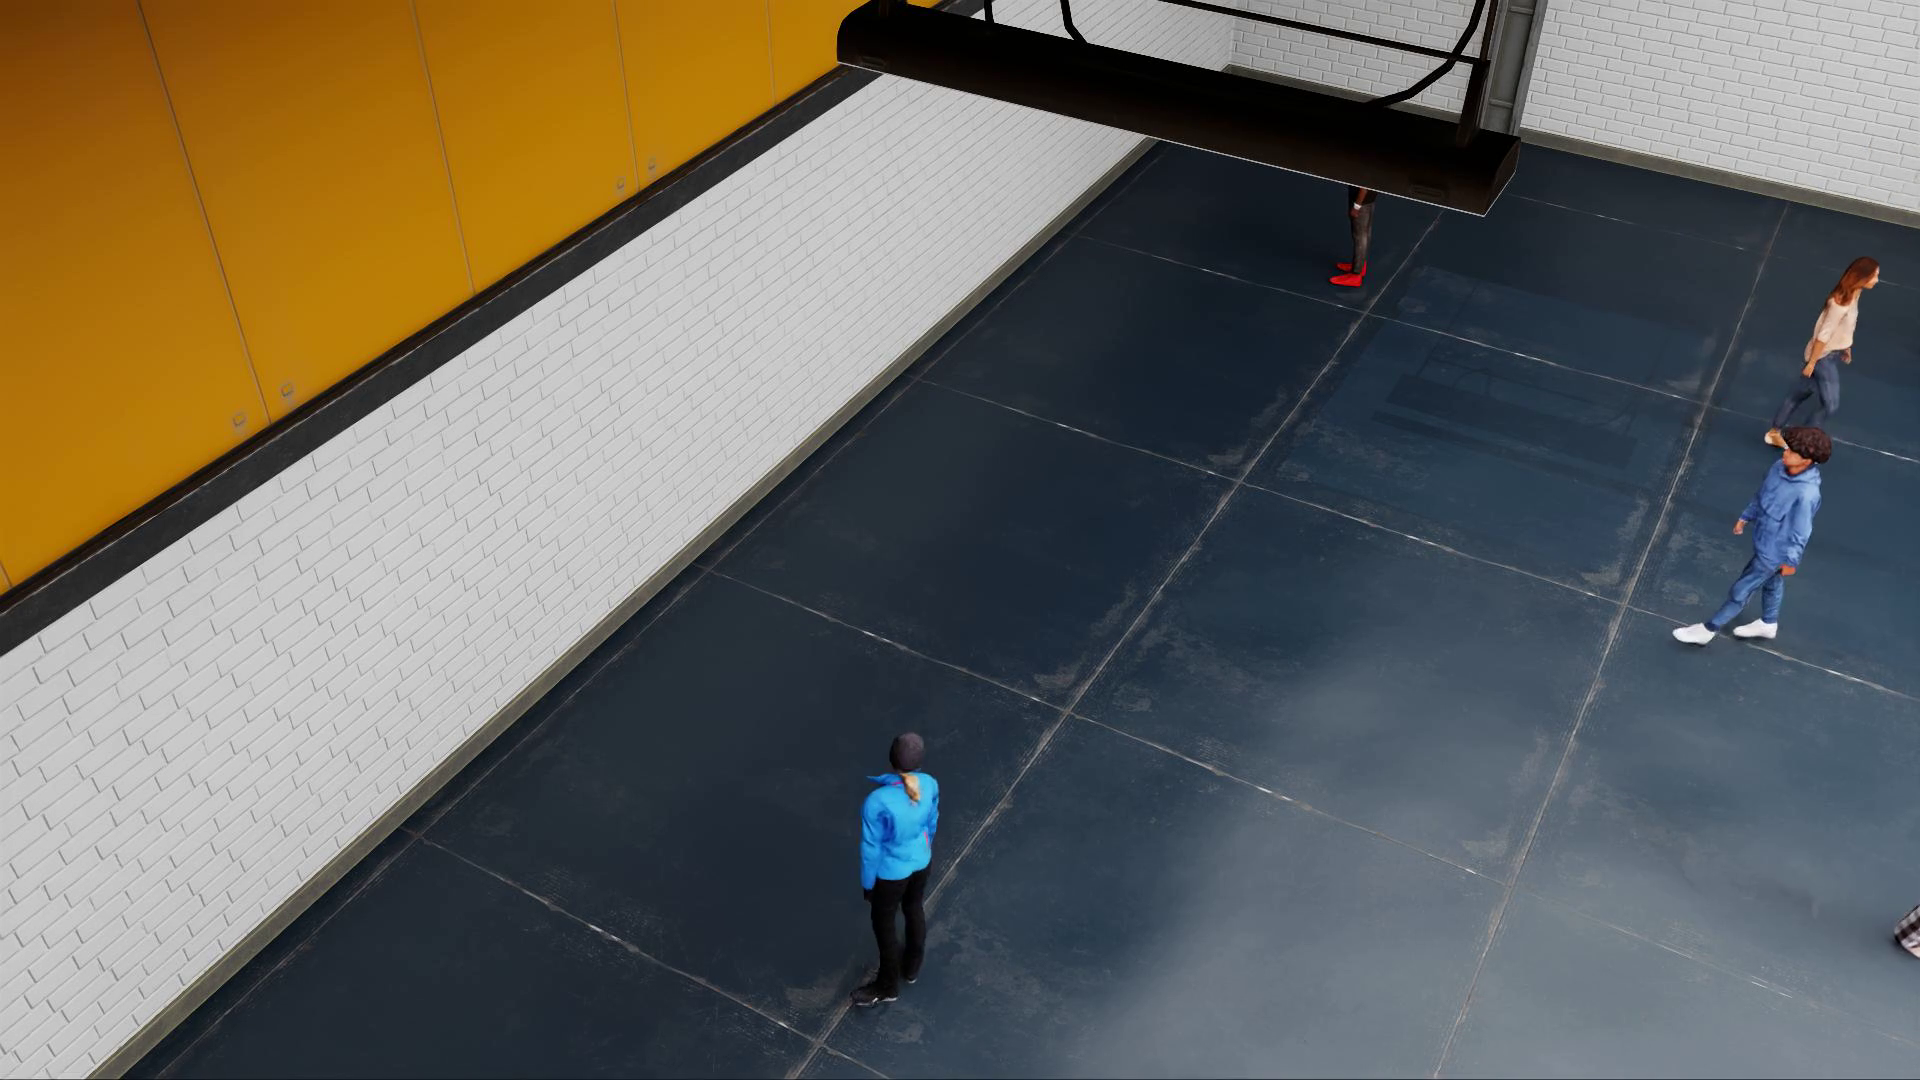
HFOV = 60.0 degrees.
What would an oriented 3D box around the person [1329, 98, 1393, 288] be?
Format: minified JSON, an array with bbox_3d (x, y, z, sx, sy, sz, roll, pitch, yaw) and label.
[{"bbox_3d":[3.707,-3.179,15.181,0.564,1.806,0.660,15,41,18],"label":"person"}]

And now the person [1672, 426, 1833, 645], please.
[{"bbox_3d":[5.576,0.011,11.206,1.127,1.782,0.961,2,39,3],"label":"person"}]

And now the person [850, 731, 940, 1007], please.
[{"bbox_3d":[-0.338,1.807,8.955,0.796,1.784,0.880,31,48,33],"label":"person"}]

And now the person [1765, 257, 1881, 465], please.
[{"bbox_3d":[6.681,-1.458,13.052,0.693,1.773,0.616,23,44,26],"label":"person"}]
